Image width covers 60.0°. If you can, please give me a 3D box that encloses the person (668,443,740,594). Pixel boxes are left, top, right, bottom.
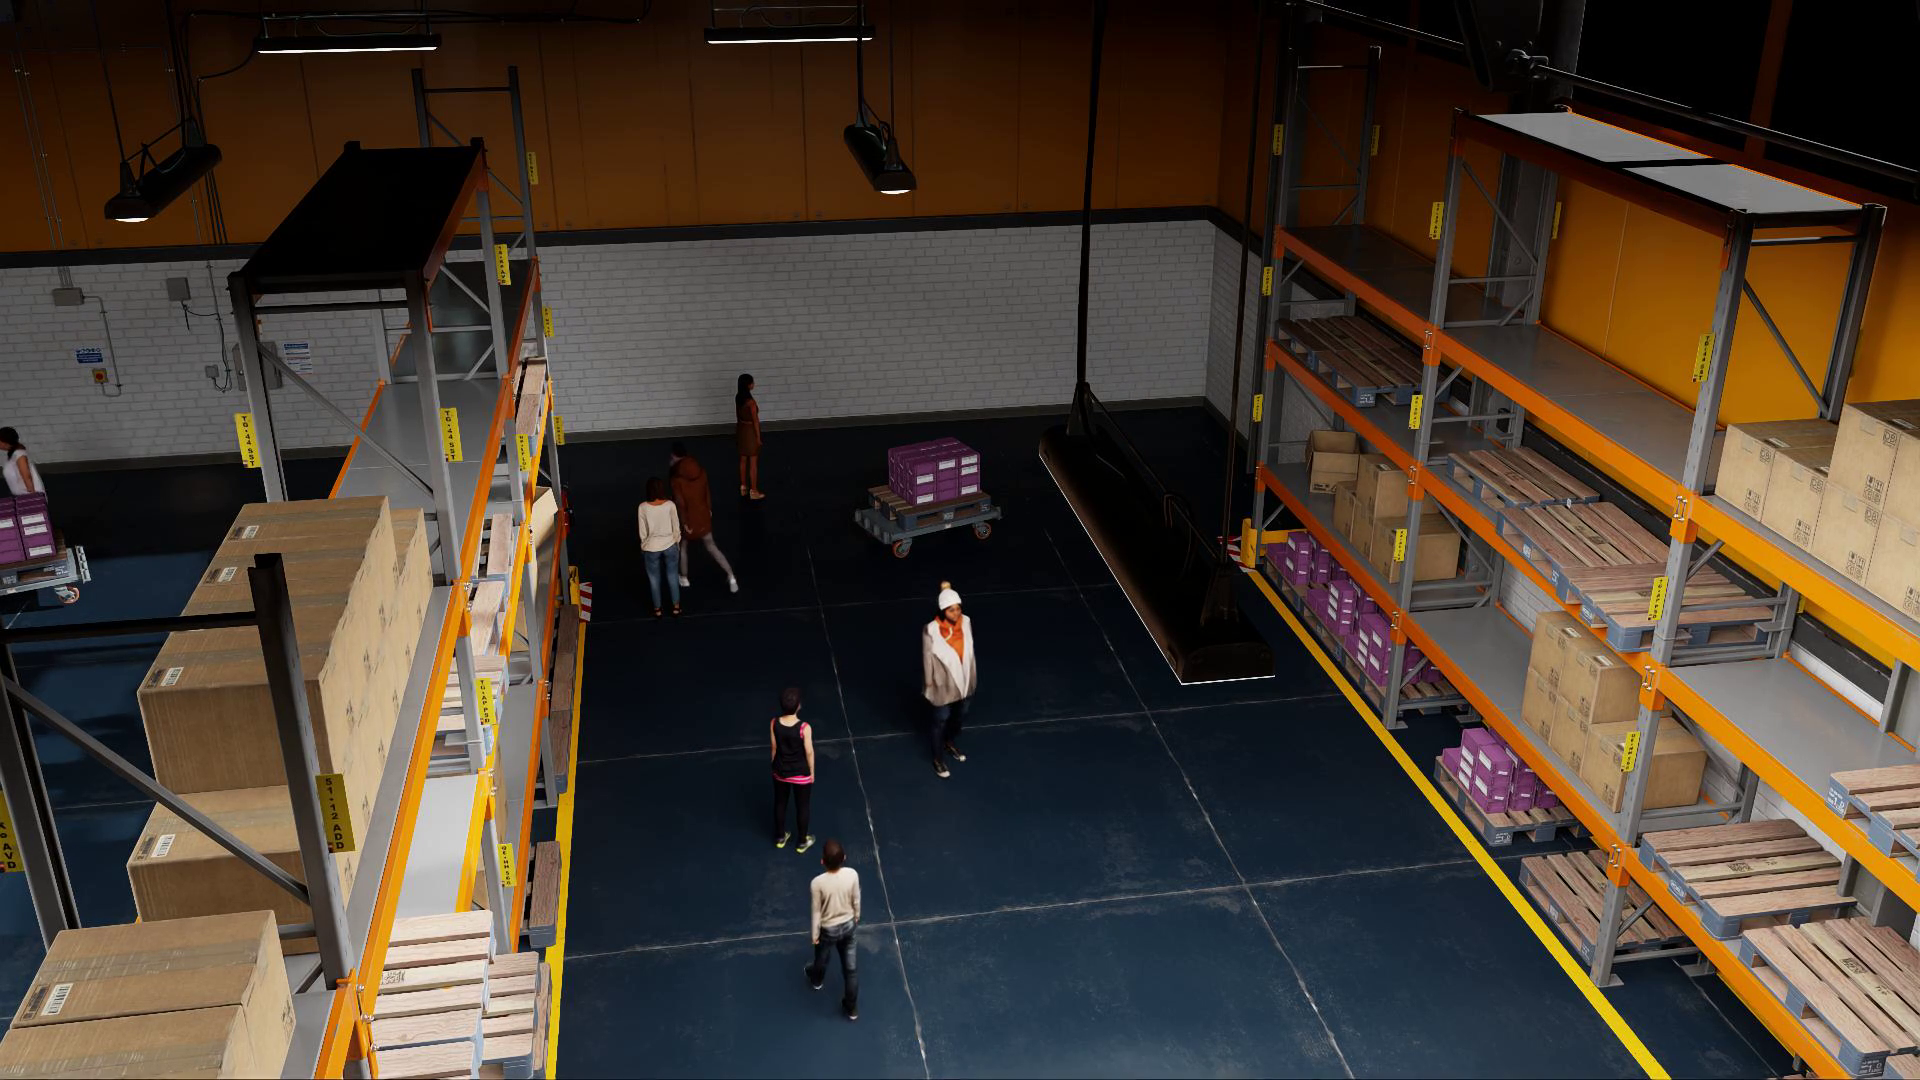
[{"bbox_3d":[-2.950,-0.178,18.886,1.328,1.772,1.212,20,30,38],"label":"person"}]

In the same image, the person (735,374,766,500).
[{"bbox_3d":[-2.760,-1.359,21.690,0.707,1.689,0.607,-20,31,-38],"label":"person"}]

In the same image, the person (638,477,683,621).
[{"bbox_3d":[-3.314,0.082,18.401,0.603,1.682,0.522,-4,24,-10],"label":"person"}]

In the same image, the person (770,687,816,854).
[{"bbox_3d":[-1.447,1.963,14.262,0.624,1.551,0.645,7,25,15],"label":"person"}]

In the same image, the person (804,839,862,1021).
[{"bbox_3d":[-0.887,2.903,12.249,0.697,1.442,0.937,-10,25,-21],"label":"person"}]

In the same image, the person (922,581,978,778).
[{"bbox_3d":[-0.112,1.241,15.470,0.850,1.906,0.888,-17,29,-33],"label":"person"}]

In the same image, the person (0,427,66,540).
[{"bbox_3d":[-11.103,-0.573,19.915,0.815,1.671,0.764,-11,26,-23],"label":"person"}]
